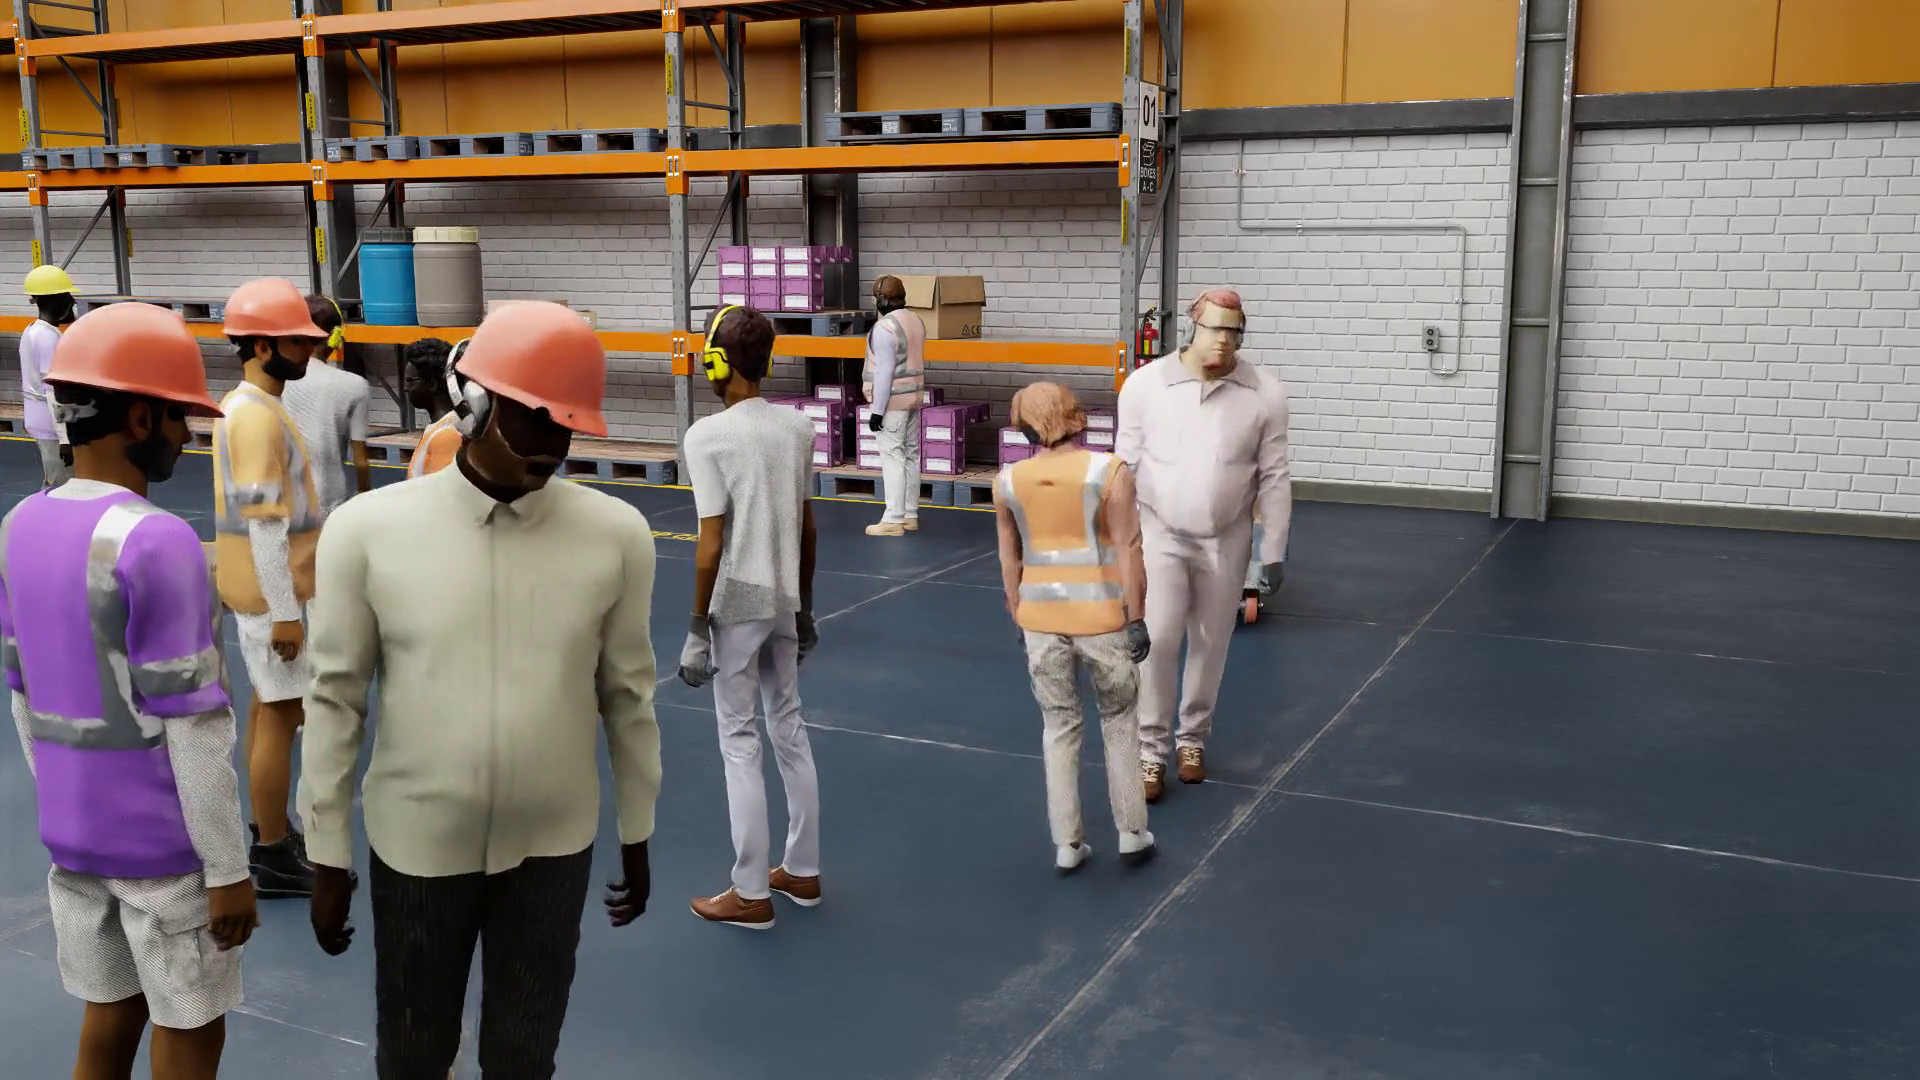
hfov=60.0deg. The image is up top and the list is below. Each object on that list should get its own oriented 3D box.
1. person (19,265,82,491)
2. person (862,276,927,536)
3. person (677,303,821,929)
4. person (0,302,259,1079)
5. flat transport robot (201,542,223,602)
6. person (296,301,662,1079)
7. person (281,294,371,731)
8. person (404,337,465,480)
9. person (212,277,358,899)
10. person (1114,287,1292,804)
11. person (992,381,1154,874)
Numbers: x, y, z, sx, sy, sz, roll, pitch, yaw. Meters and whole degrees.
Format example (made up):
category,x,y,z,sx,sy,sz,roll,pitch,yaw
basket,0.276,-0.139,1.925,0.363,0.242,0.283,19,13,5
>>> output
category,x,y,z,sx,sy,sz,roll,pitch,yaw
person,-5.365,-0.662,9.920,0.364,1.930,0.588,-7,12,-34
person,-0.479,-0.948,11.826,0.430,1.839,0.619,4,11,24
person,-0.629,0.232,4.987,0.310,1.864,0.534,8,13,38
person,-1.490,0.534,3.082,0.543,1.928,0.372,6,12,30
flat transport robot,-4.582,0.195,9.758,0.652,0.197,1.431,-2,10,-11
person,-0.900,0.526,3.133,0.653,1.945,0.738,-4,11,-24
person,-2.716,-0.092,6.912,0.565,1.841,0.489,-3,10,-15
person,-1.937,0.082,6.325,0.317,1.695,0.540,-3,10,-19
person,-2.137,0.151,5.246,0.374,1.937,0.551,-5,11,-24
person,0.883,0.024,6.121,0.670,1.879,0.728,1,10,4
person,0.373,0.280,5.465,0.581,1.593,0.453,4,11,22
